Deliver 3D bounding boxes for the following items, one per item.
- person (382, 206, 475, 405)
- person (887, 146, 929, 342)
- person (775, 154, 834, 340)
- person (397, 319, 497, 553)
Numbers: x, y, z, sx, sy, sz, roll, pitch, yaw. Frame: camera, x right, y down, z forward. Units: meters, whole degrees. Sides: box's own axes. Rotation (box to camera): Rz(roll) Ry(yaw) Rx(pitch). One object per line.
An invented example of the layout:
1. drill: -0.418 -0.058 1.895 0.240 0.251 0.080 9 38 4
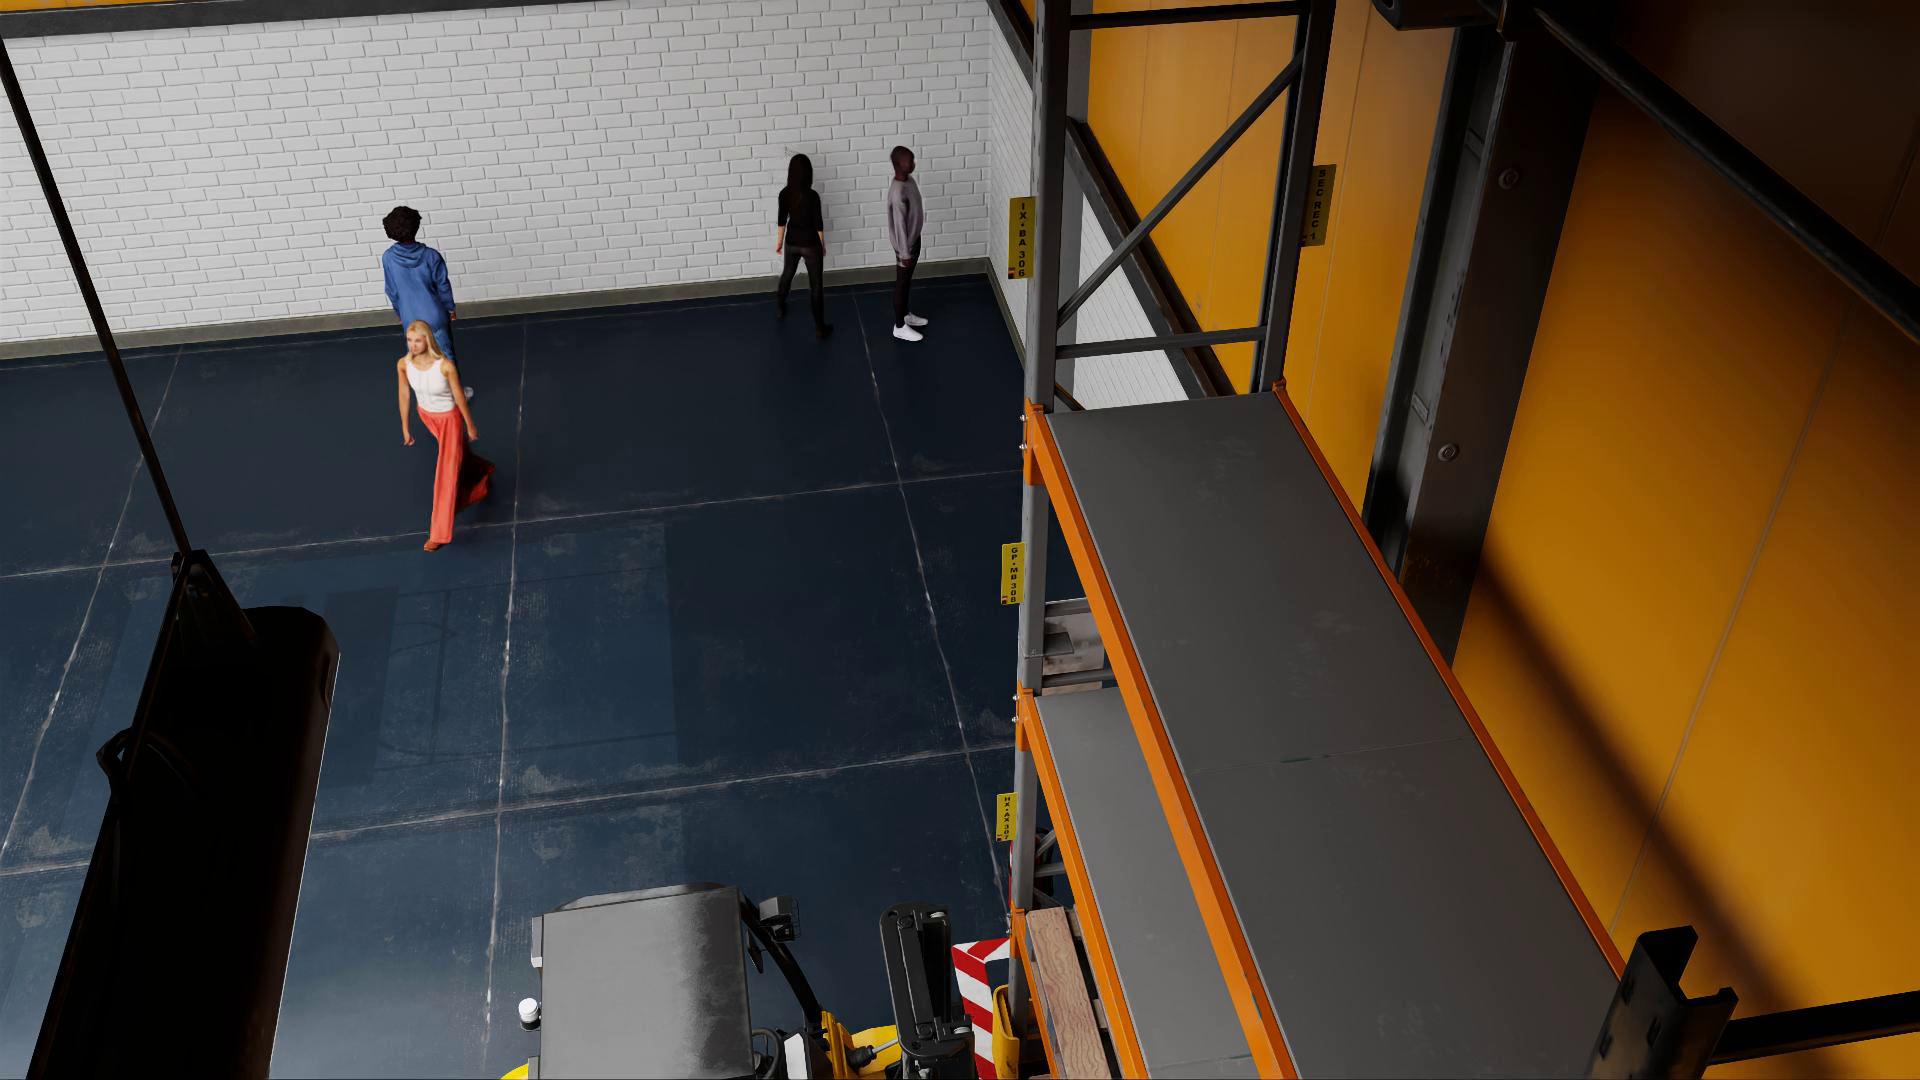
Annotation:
1. person: -4.369 -1.879 13.541 0.707 1.810 0.610 -1 39 -1
2. person: -0.486 -2.596 14.468 0.738 1.773 0.592 6 39 7
3. person: -1.413 -2.571 14.573 0.931 1.603 0.926 14 41 17
4. person: -3.793 -0.875 12.341 1.028 1.740 1.374 9 40 12
